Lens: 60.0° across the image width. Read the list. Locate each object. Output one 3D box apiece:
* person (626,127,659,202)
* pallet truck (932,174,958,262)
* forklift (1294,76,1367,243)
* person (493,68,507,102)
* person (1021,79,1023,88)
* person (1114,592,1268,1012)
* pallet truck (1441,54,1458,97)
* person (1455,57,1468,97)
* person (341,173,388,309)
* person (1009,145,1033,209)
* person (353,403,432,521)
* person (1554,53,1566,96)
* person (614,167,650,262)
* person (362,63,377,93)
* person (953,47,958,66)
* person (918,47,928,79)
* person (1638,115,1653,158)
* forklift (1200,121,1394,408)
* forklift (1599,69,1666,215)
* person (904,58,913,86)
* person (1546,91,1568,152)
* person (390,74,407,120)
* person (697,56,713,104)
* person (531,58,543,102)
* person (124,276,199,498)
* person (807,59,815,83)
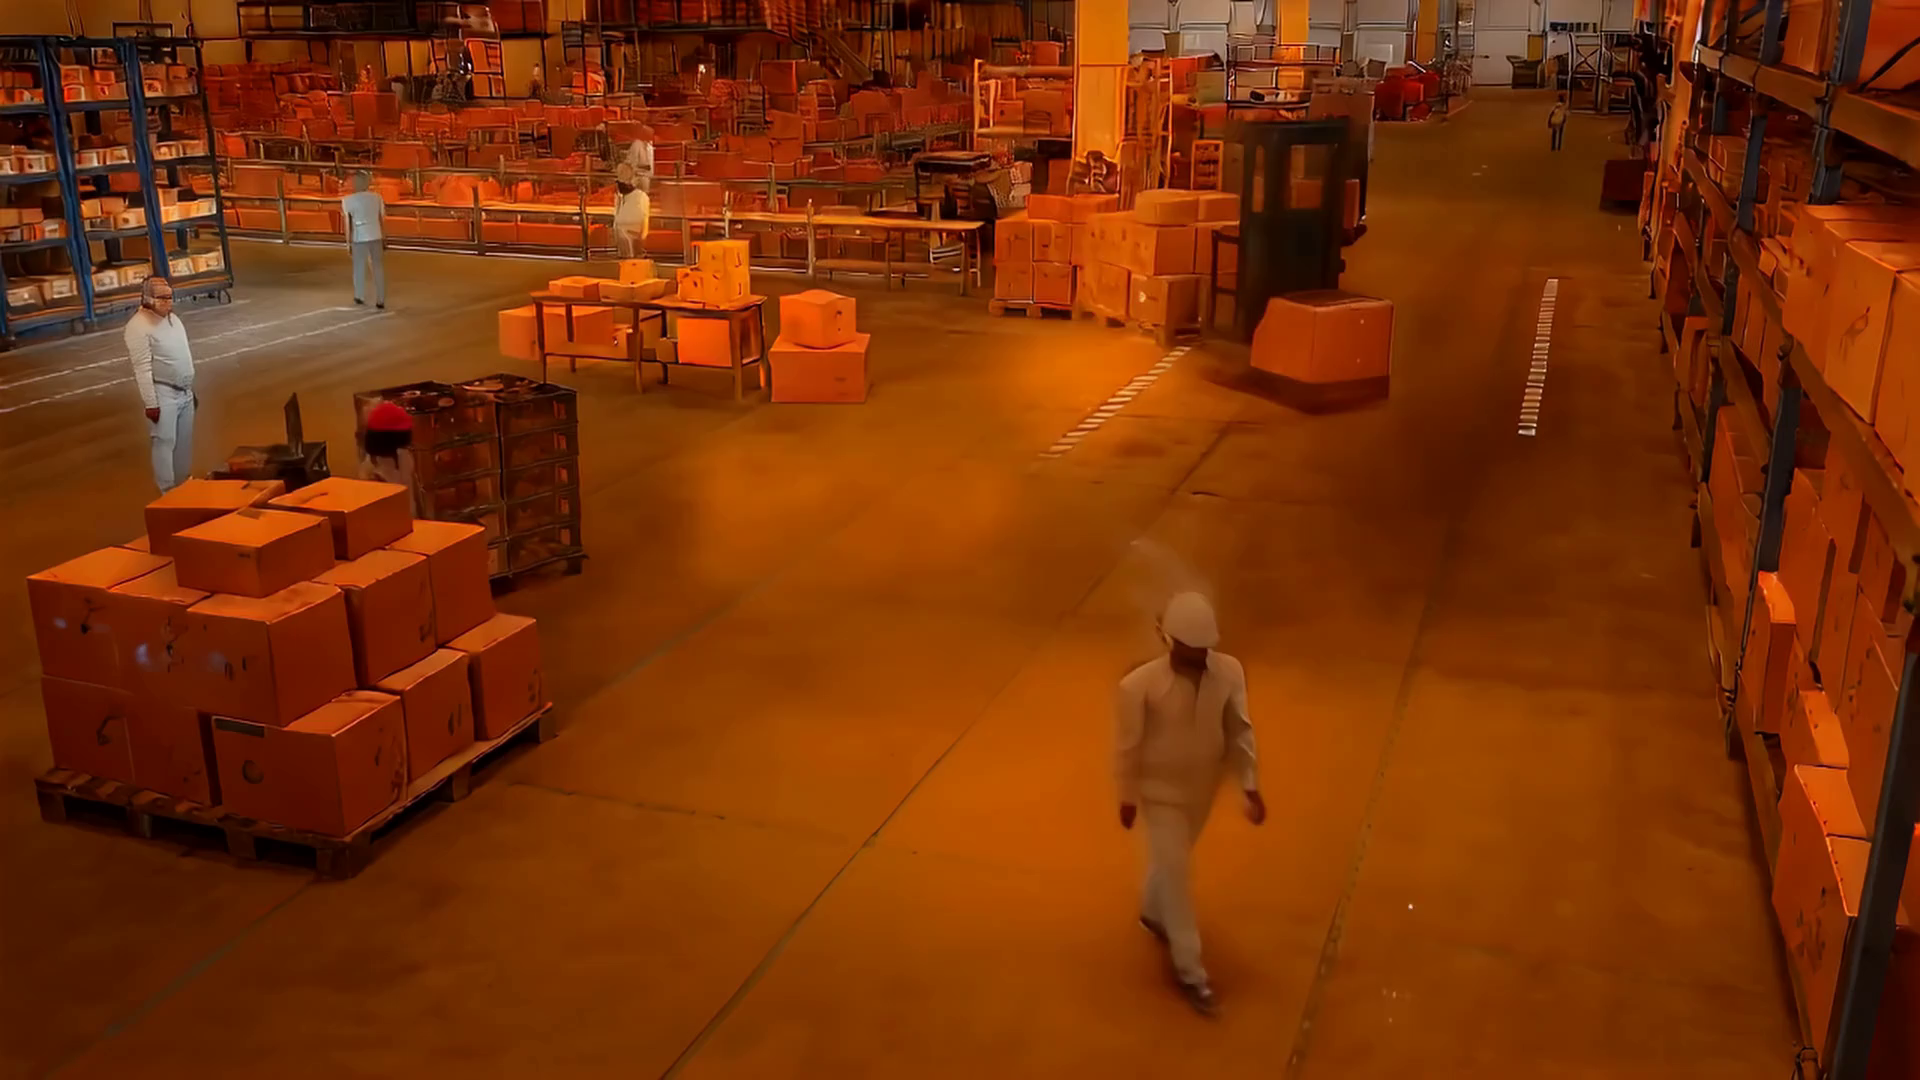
[{"bbox_3d":[-6.012,-6.836,31.311,1.078,1.864,0.614,11,21,32],"label":"person"},{"bbox_3d":[-0.507,-5.292,27.348,0.653,1.274,1.630,6,19,19],"label":"pallet truck"},{"bbox_3d":[6.598,-6.755,29.381,1.129,2.768,1.873,6,19,19],"label":"forklift"},{"bbox_3d":[-18.122,-17.708,65.618,0.526,1.761,0.333,-4,18,-12],"label":"person"},{"bbox_3d":[2.546,-19.982,72.303,0.394,2.039,0.614,10,20,29],"label":"person"},{"bbox_3d":[0.959,1.029,6.817,0.578,1.704,0.877,-8,19,-24],"label":"person"},{"bbox_3d":[22.765,-21.886,78.355,0.823,1.965,1.885,-4,18,-14],"label":"pallet truck"},{"bbox_3d":[23.798,-21.917,78.766,0.638,1.806,0.824,-3,18,-8],"label":"person"},{"bbox_3d":[-8.162,-4.113,22.822,0.588,1.805,0.906,-10,20,-28],"label":"person"},{"bbox_3d":[1.057,-6.037,29.044,0.317,1.695,0.540,17,24,42],"label":"person"},{"bbox_3d":[-3.359,0.020,9.979,0.865,1.701,0.510,5,18,15],"label":"person"},{"bbox_3d":[28.800,-22.291,79.676,0.625,1.970,0.451,-7,19,-20],"label":"person"},{"bbox_3d":[-4.628,-4.304,23.378,0.591,1.834,0.404,10,20,30],"label":"person"},{"bbox_3d":[-24.028,-18.433,67.705,0.479,1.880,0.581,11,21,31],"label":"person"},{"bbox_3d":[-0.165,-26.357,92.408,0.623,1.993,0.384,9,20,27],"label":"person"},{"bbox_3d":[-2.138,-27.992,97.705,0.984,1.905,0.622,11,21,30],"label":"person"},{"bbox_3d":[14.014,-7.712,34.009,0.638,1.877,0.665,3,18,9],"label":"person"},{"bbox_3d":[3.575,-2.928,17.356,1.129,2.768,1.873,-9,20,-27],"label":"forklift"},{"bbox_3d":[13.760,-7.842,32.796,1.873,2.768,1.129,6,19,19],"label":"forklift"},{"bbox_3d":[-2.253,-20.846,75.282,0.937,1.910,0.647,6,19,18],"label":"person"},{"bbox_3d":[17.257,-12.091,48.063,0.537,1.700,0.317,-4,18,-13],"label":"person"},{"bbox_3d":[-19.363,-15.124,57.398,0.526,1.840,0.962,-8,19,-24],"label":"person"},{"bbox_3d":[-11.191,-20.182,72.932,0.684,2.000,0.536,-3,18,-9],"label":"person"},{"bbox_3d":[-18.837,-20.478,74.078,0.464,1.908,0.583,5,18,16],"label":"person"},{"bbox_3d":[-6.356,-1.166,13.394,0.407,1.913,0.641,1,18,4],"label":"person"},{"bbox_3d":[-6.395,-19.726,71.660,0.347,1.943,0.545,4,18,12],"label":"person"}]
